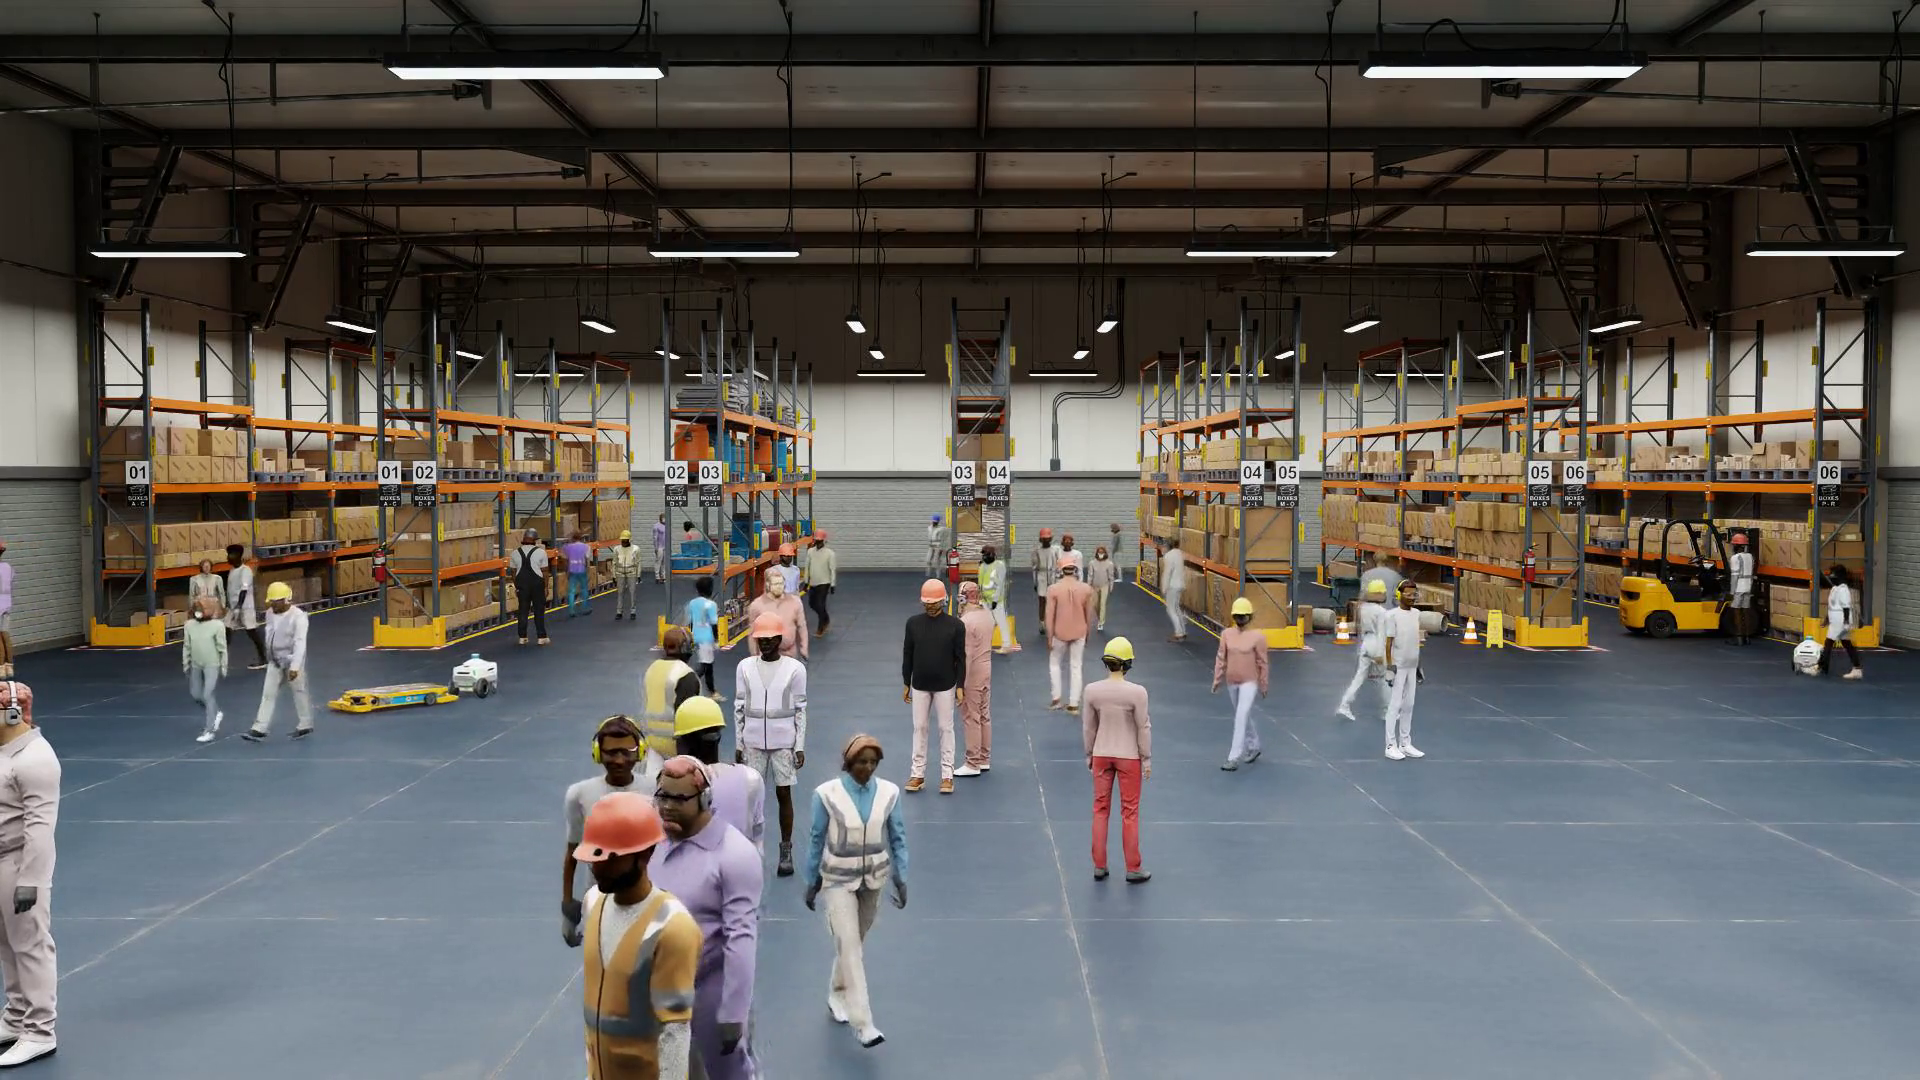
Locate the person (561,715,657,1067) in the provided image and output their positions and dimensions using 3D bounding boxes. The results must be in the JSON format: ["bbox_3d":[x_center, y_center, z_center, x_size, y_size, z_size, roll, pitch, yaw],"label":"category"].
[{"bbox_3d":[-1.553,1.726,7.437,0.521,1.844,0.747,-1,2,-20],"label":"person"}]

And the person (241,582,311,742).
[{"bbox_3d":[-7.490,1.347,17.764,0.617,1.774,0.894,1,2,21],"label":"person"}]

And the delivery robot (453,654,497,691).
[{"bbox_3d":[-6.490,1.770,21.615,0.477,0.478,0.707,0,2,9],"label":"delivery robot"}]

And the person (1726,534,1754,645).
[{"bbox_3d":[13.598,0.864,28.118,0.628,1.927,0.425,-1,3,-30],"label":"person"}]

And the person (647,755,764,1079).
[{"bbox_3d":[-1.091,1.767,6.303,0.654,1.848,1.012,1,3,29],"label":"person"}]

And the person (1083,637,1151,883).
[{"bbox_3d":[1.150,1.590,11.760,0.524,1.769,0.314,1,3,29],"label":"person"}]

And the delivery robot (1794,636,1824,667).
[{"bbox_3d":[12.642,1.674,24.036,0.477,0.478,0.707,1,3,33],"label":"delivery robot"}]

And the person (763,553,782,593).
[{"bbox_3d":[-3.092,1.034,27.376,0.520,1.636,0.312,1,2,21],"label":"person"}]

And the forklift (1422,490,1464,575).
[{"bbox_3d":[13.926,-0.371,47.846,1.873,2.768,1.129,0,2,0],"label":"forklift"}]

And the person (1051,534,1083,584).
[{"bbox_3d":[1.979,0.826,29.932,0.604,1.845,0.845,0,2,9],"label":"person"}]

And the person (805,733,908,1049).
[{"bbox_3d":[-0.529,1.806,8.459,0.525,1.581,0.897,-1,3,-28],"label":"person"}]

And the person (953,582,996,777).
[{"bbox_3d":[0.098,1.360,15.887,0.404,1.903,0.636,1,2,24],"label":"person"}]

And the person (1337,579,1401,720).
[{"bbox_3d":[4.918,1.316,19.383,0.867,1.709,0.497,-1,2,-22],"label":"person"}]

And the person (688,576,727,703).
[{"bbox_3d":[-3.315,1.285,20.630,0.769,1.669,0.539,-2,3,-41],"label":"person"}]

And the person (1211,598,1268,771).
[{"bbox_3d":[2.865,1.435,16.312,0.522,1.719,0.942,2,3,42],"label":"person"}]

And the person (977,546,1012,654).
[{"bbox_3d":[0.472,0.993,26.493,0.964,1.792,0.621,-2,3,-44],"label":"person"}]

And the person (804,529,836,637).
[{"bbox_3d":[-2.546,0.776,29.706,0.628,1.971,0.677,1,3,27],"label":"person"}]

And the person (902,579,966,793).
[{"bbox_3d":[-0.249,1.351,15.042,0.611,1.988,0.391,1,2,14],"label":"person"}]

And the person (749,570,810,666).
[{"bbox_3d":[-2.098,1.272,18.511,0.652,1.876,0.910,-1,2,-20],"label":"person"}]

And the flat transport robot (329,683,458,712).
[{"bbox_3d":[-7.216,1.997,20.598,0.652,0.197,1.431,2,3,41],"label":"flat transport robot"}]

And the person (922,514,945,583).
[{"bbox_3d":[-0.753,0.246,43.921,0.647,1.899,0.766,2,3,41],"label":"person"}]

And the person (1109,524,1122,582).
[{"bbox_3d":[4.174,0.360,44.513,0.669,1.608,0.523,0,2,5],"label":"person"}]

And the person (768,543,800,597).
[{"bbox_3d":[-2.618,1.008,24.275,0.544,1.939,0.372,-2,3,-39],"label":"person"}]

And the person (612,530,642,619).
[{"bbox_3d":[-6.833,0.712,33.086,0.595,1.828,0.403,0,2,-1],"label":"person"}]

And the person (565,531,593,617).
[{"bbox_3d":[-7.983,0.704,33.805,0.575,1.788,0.974,0,2,4],"label":"person"}]

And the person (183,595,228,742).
[{"bbox_3d":[-8.385,1.412,18.016,0.526,1.617,0.496,0,2,9],"label":"person"}]

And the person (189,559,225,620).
[{"bbox_3d":[-12.222,1.097,26.199,0.525,1.605,0.822,-2,3,-34],"label":"person"}]

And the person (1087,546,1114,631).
[{"bbox_3d":[2.703,0.903,30.866,0.500,1.610,0.710,1,2,21],"label":"person"}]

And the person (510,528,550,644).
[{"bbox_3d":[-7.501,0.819,28.309,0.683,2.000,0.538,0,2,7],"label":"person"}]

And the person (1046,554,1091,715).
[{"bbox_3d":[1.335,1.163,20.072,0.620,1.968,0.688,0,2,-11],"label":"person"}]

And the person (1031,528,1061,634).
[{"bbox_3d":[1.640,0.753,30.327,0.609,1.984,1.102,0,2,4],"label":"person"}]

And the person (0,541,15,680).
[{"bbox_3d":[-13.972,0.992,23.384,0.391,2.040,0.614,0,2,-3],"label":"person"}]

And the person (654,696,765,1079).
[{"bbox_3d":[-1.180,1.684,7.503,0.585,1.920,0.374,-2,3,-44],"label":"person"}]

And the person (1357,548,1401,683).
[{"bbox_3d":[5.970,1.078,22.828,0.637,1.918,0.744,-1,2,-23],"label":"person"}]

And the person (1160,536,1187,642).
[{"bbox_3d":[3.771,0.865,28.545,0.403,1.889,0.718,1,3,33],"label":"person"}]

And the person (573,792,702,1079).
[{"bbox_3d":[-1.108,1.772,5.243,0.588,1.916,0.566,2,3,39],"label":"person"}]

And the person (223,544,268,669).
[{"bbox_3d":[-10.934,1.016,24.364,0.607,1.910,1.004,2,3,38],"label":"person"}]

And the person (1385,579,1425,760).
[{"bbox_3d":[4.648,1.339,16.847,0.535,1.865,0.312,-2,3,-34],"label":"person"}]

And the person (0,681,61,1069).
[{"bbox_3d":[-4.803,1.663,8.165,0.638,1.911,0.406,2,3,45],"label":"person"}]

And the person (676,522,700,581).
[{"bbox_3d":[-7.650,0.316,45.104,0.861,1.644,0.544,0,2,-7],"label":"person"}]

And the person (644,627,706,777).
[{"bbox_3d":[-2.188,1.559,12.332,0.986,1.792,0.641,-2,3,-42],"label":"person"}]

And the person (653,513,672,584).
[{"bbox_3d":[-8.139,0.217,44.223,0.378,1.937,0.629,2,3,35],"label":"person"}]

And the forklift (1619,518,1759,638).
[{"bbox_3d":[13.417,0.684,29.791,2.313,2.155,1.214,0,2,0],"label":"forklift"}]

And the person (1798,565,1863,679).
[{"bbox_3d":[12.625,1.185,23.338,0.890,1.644,0.545,1,2,20],"label":"person"}]

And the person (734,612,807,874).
[{"bbox_3d":[-1.411,1.497,11.967,0.543,1.939,0.360,0,2,5],"label":"person"}]
